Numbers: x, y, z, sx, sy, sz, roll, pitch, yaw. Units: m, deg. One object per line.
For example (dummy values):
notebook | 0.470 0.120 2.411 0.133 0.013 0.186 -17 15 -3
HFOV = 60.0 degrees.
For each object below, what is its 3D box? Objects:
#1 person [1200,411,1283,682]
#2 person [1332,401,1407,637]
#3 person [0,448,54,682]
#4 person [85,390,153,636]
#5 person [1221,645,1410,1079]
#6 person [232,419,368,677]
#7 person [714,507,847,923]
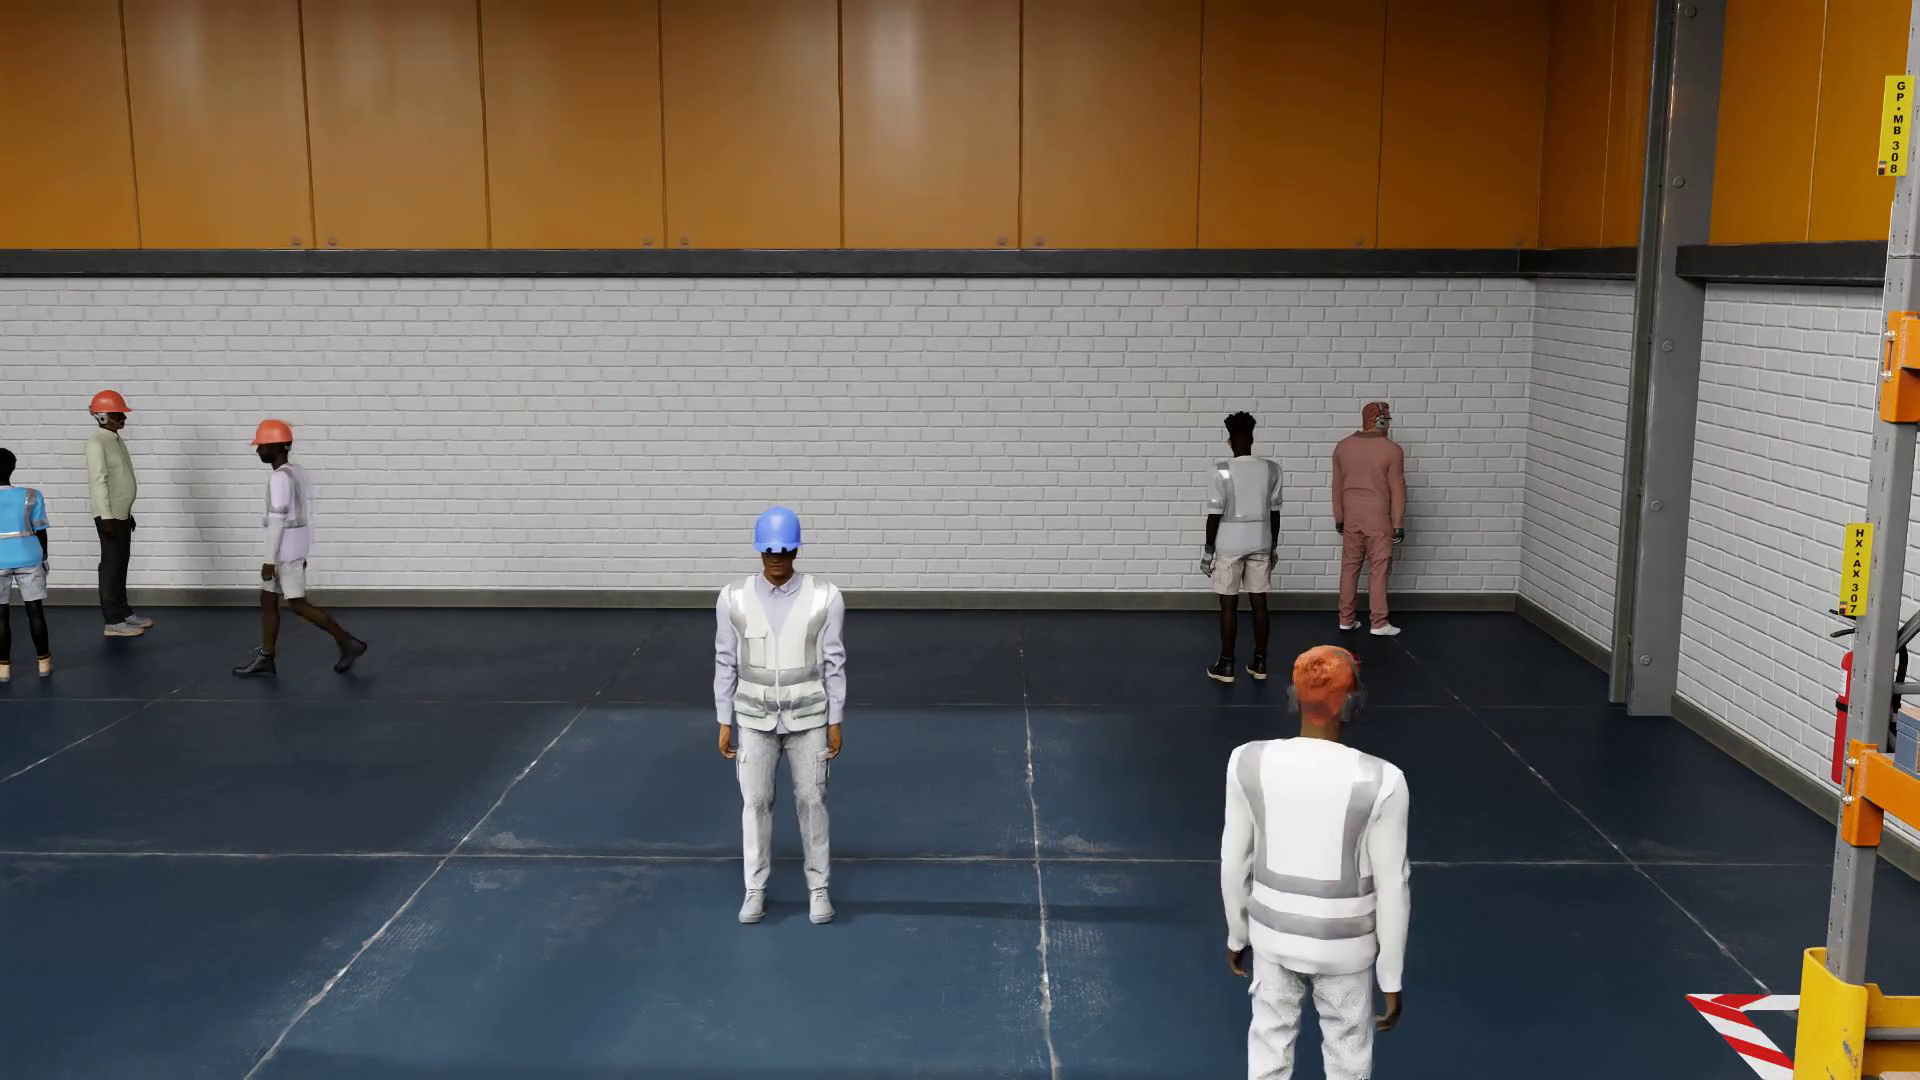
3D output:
person | 2.028 0.050 12.018 0.603 1.959 0.379 -3 10 -16
person | 3.344 -0.174 13.525 0.401 1.904 0.649 -9 13 -43
person | -6.874 0.176 12.046 0.532 1.698 0.319 -7 12 -36
person | -6.875 -0.223 13.546 0.382 1.995 0.612 -2 10 -12
person | 1.076 1.252 5.086 0.590 1.879 0.385 5 11 26
person | -4.846 0.066 12.109 0.896 1.907 0.544 -3 10 -19
person | -0.815 0.802 7.573 0.607 1.939 0.414 0 9 1
